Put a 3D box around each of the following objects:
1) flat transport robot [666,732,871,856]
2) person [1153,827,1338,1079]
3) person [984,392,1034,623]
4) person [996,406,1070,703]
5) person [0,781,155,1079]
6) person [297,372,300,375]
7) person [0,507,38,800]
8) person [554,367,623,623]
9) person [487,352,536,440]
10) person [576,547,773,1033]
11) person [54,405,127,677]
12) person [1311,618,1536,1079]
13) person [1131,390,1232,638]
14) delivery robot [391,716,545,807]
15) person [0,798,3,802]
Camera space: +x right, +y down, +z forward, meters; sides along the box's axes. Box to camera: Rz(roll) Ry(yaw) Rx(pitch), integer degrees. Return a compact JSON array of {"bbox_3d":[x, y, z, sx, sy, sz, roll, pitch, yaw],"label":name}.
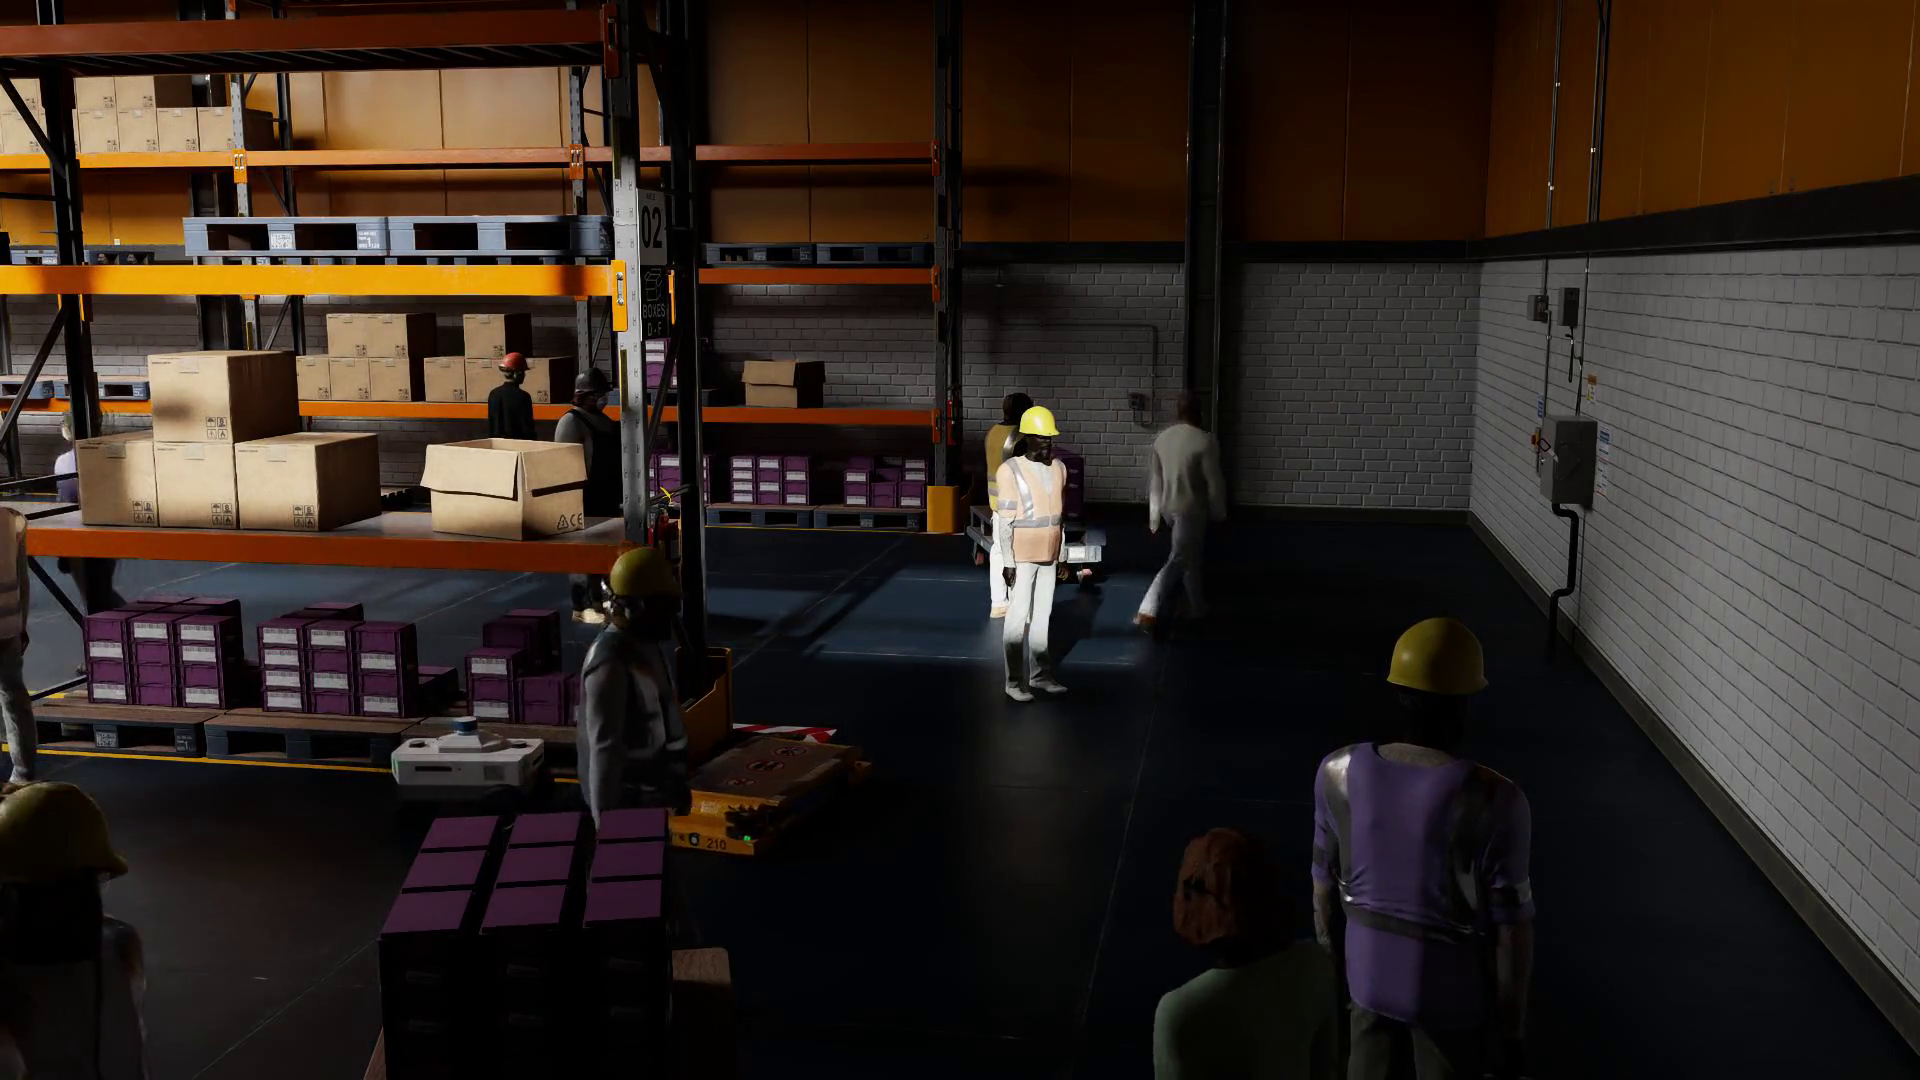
[{"bbox_3d":[-1.031,1.283,8.601,0.652,0.197,1.431,3,10,19],"label":"flat transport robot"},{"bbox_3d":[0.608,1.413,3.603,0.518,1.618,0.378,-6,11,-34],"label":"person"},{"bbox_3d":[0.444,-0.259,13.310,0.429,1.842,0.632,-5,10,-28],"label":"person"},{"bbox_3d":[0.494,0.085,10.908,0.587,1.928,0.363,-8,12,-42],"label":"person"},{"bbox_3d":[-1.860,1.362,3.329,0.518,1.814,0.603,3,10,17],"label":"person"},{"bbox_3d":[-6.885,-0.899,16.981,0.372,1.935,0.551,-5,10,-28],"label":"person"},{"bbox_3d":[-5.035,0.483,8.573,0.354,1.884,0.576,2,9,12],"label":"person"},{"bbox_3d":[-2.906,-0.370,13.380,0.535,2.000,0.674,3,10,17],"label":"person"},{"bbox_3d":[-4.475,-0.890,16.757,0.623,1.989,0.400,6,11,35],"label":"person"},{"bbox_3d":[-1.052,0.921,6.099,0.781,1.797,0.608,0,9,-1],"label":"person"},{"bbox_3d":[-5.921,0.012,11.361,0.428,1.928,0.654,2,9,10],"label":"person"},{"bbox_3d":[1.188,1.150,4.299,0.587,1.928,0.363,7,12,39],"label":"person"},{"bbox_3d":[1.674,-0.202,12.816,0.995,1.901,0.632,-6,11,-31],"label":"person"},{"bbox_3d":[-2.472,1.132,8.366,0.707,0.478,0.477,0,9,1],"label":"delivery robot"},{"bbox_3d":[-4.855,0.616,7.687,0.823,1.912,0.555,1,9,7],"label":"person"}]
